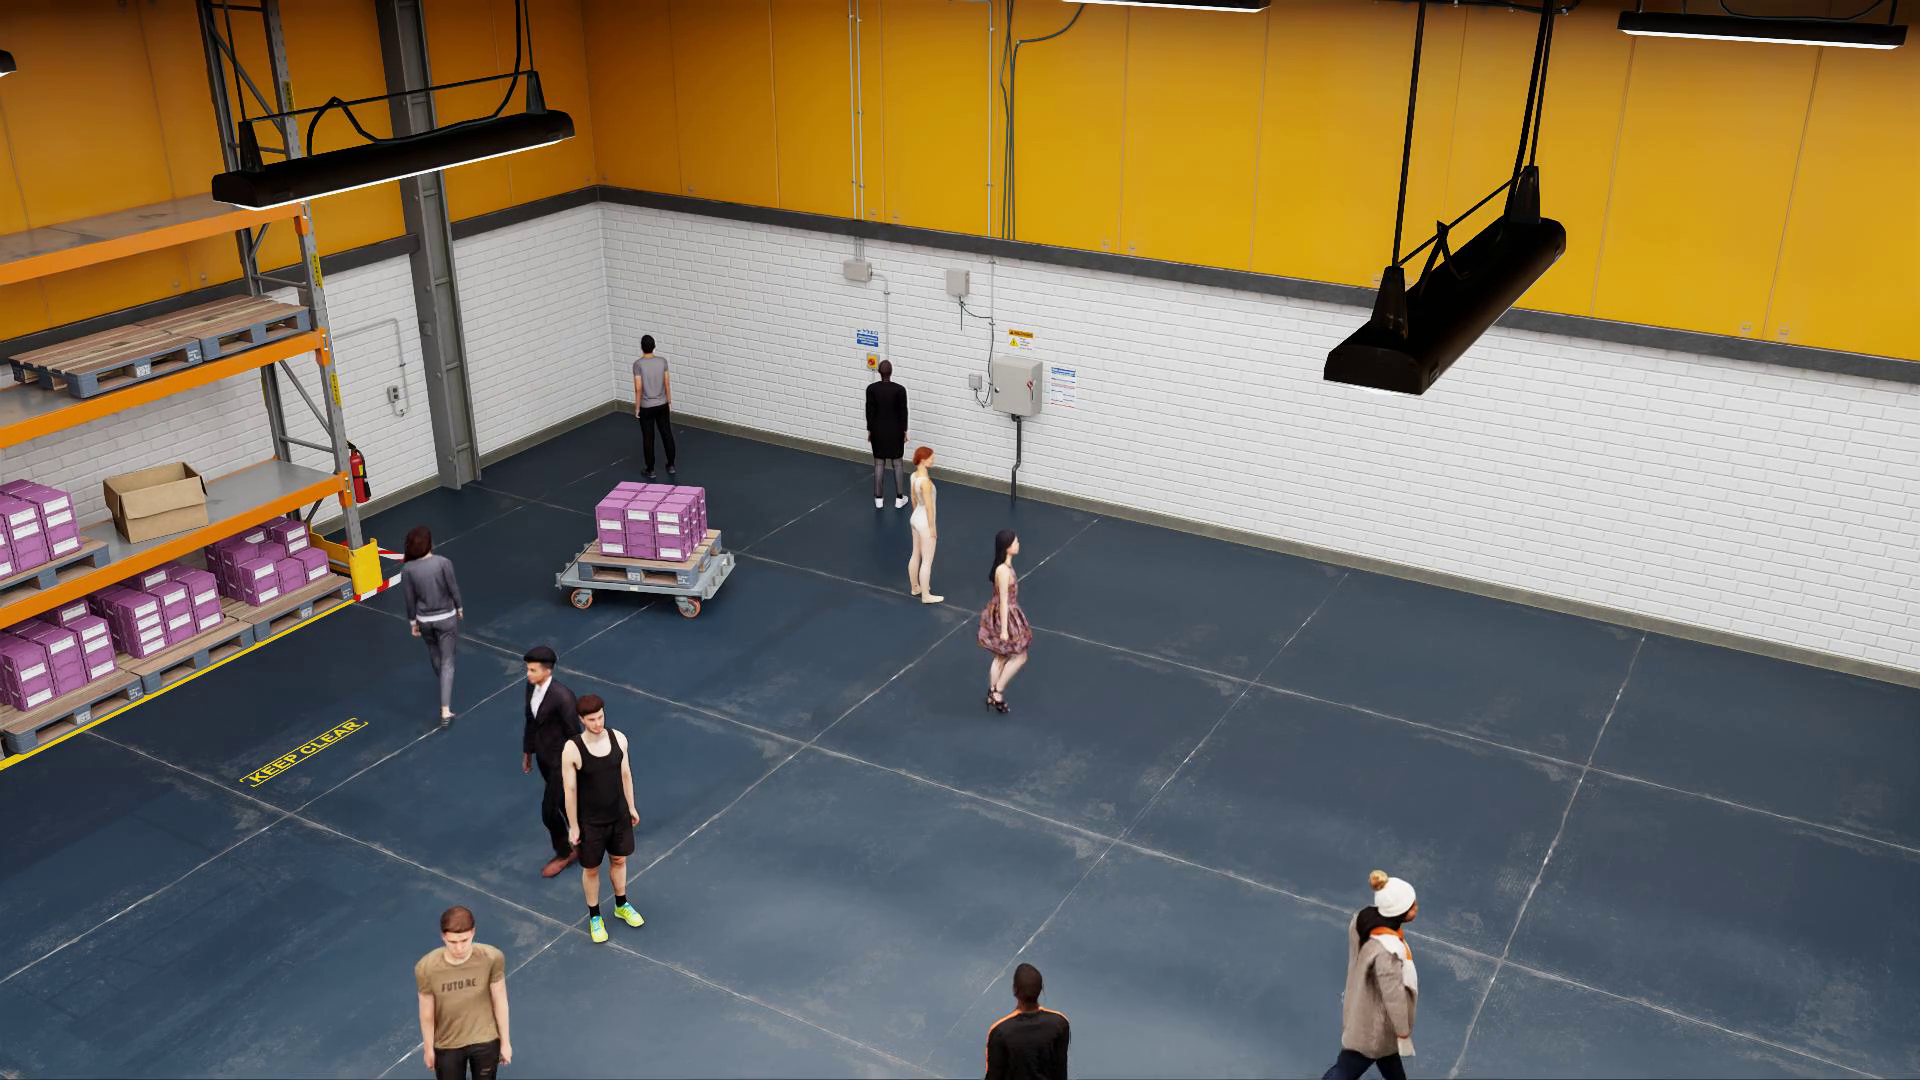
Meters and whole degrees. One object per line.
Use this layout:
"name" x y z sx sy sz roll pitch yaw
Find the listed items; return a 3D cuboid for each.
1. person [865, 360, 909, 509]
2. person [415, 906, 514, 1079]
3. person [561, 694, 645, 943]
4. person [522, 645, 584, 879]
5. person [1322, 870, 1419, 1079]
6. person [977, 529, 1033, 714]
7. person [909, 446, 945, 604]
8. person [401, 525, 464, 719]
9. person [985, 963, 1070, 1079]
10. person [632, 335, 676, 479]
"person" -0.844 -1.224 19.143 0.717 1.761 0.694 3 24 7
"person" -2.873 2.861 9.706 0.957 1.835 1.008 -6 24 -14
"person" -2.534 1.931 11.763 0.665 1.892 0.828 -18 29 -35
"person" -2.957 1.606 12.538 0.830 1.865 0.822 -20 31 -39
"person" 2.356 2.782 9.875 1.130 1.844 1.215 1 24 1
"person" 0.305 0.746 14.639 0.858 1.759 0.799 -2 24 -3
"person" -0.378 -0.164 16.864 0.642 1.643 0.620 -11 26 -23
"person" -4.619 0.749 14.671 1.040 1.728 1.222 -2 24 -5
"person" 0.380 3.155 9.096 1.032 1.785 1.118 -5 24 -11
"person" -3.707 -1.630 20.080 0.623 1.754 0.758 -15 28 -30
